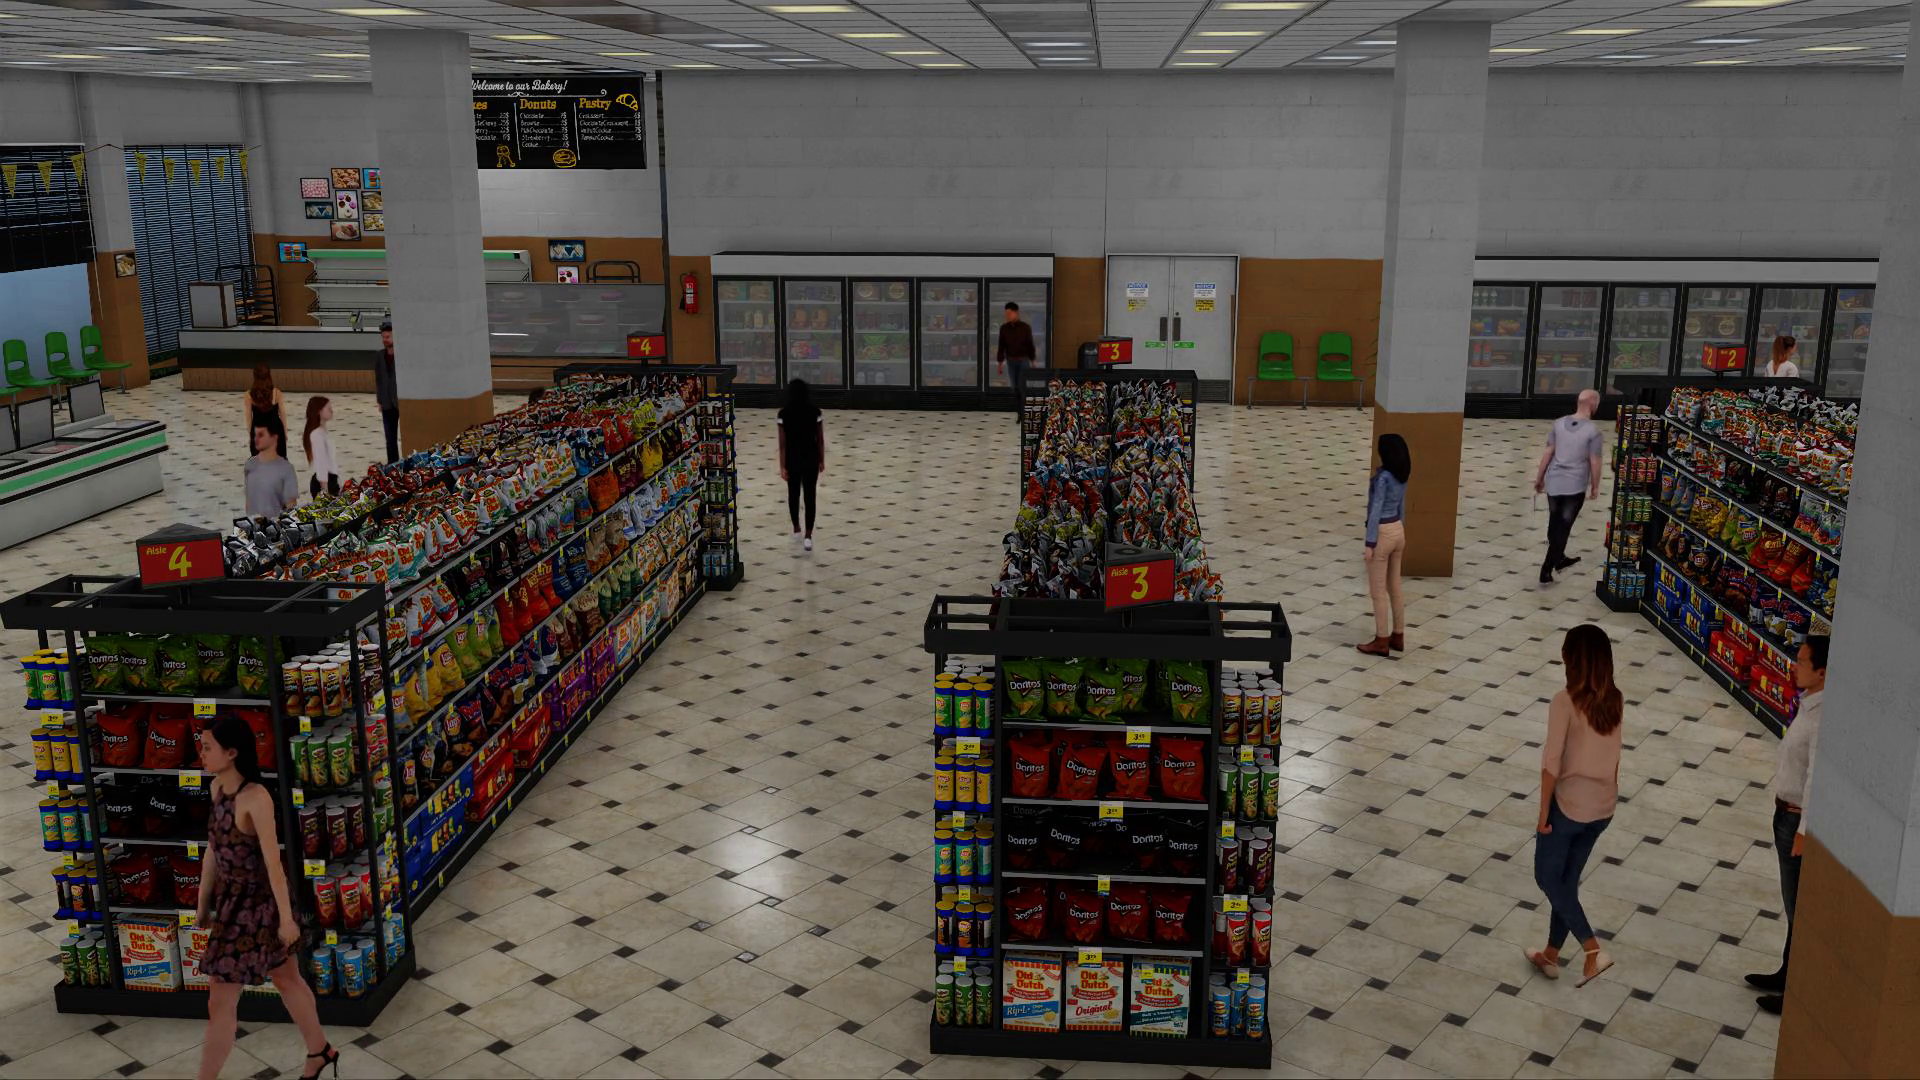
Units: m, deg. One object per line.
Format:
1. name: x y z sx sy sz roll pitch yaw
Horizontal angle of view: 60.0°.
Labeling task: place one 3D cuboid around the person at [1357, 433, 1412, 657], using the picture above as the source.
1. person: 3.380 0.029 13.174 0.697 1.769 0.765 -12 18 -41

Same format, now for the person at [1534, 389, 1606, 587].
1. person: 5.473 -0.447 15.081 1.100 1.795 1.161 13 19 42

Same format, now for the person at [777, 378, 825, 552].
1. person: -1.541 -0.711 16.392 0.739 1.689 1.215 -1 14 -4

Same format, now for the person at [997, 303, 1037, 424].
1. person: 0.861 -2.501 23.684 0.753 1.731 0.794 2 14 10

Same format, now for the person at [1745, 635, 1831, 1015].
1. person: 3.958 1.323 7.749 0.764 1.810 0.575 5 14 19

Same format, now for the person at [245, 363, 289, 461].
1. person: -7.636 -1.149 18.333 0.672 1.625 0.714 -7 15 -26

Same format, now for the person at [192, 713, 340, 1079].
1. person: -2.861 1.552 6.950 1.004 1.742 1.115 12 18 42

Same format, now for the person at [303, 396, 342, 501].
1. person: -5.858 -0.430 15.130 1.031 1.737 1.054 -7 16 -28

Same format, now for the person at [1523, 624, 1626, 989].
1. person: 2.994 1.311 7.894 0.787 1.765 0.931 -4 14 -17

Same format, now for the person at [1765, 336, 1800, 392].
1. person: 9.816 -1.589 19.948 0.738 1.720 0.582 -4 14 -16

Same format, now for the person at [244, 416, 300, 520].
1. person: -5.437 -0.064 13.338 0.871 1.872 1.007 7 15 26
